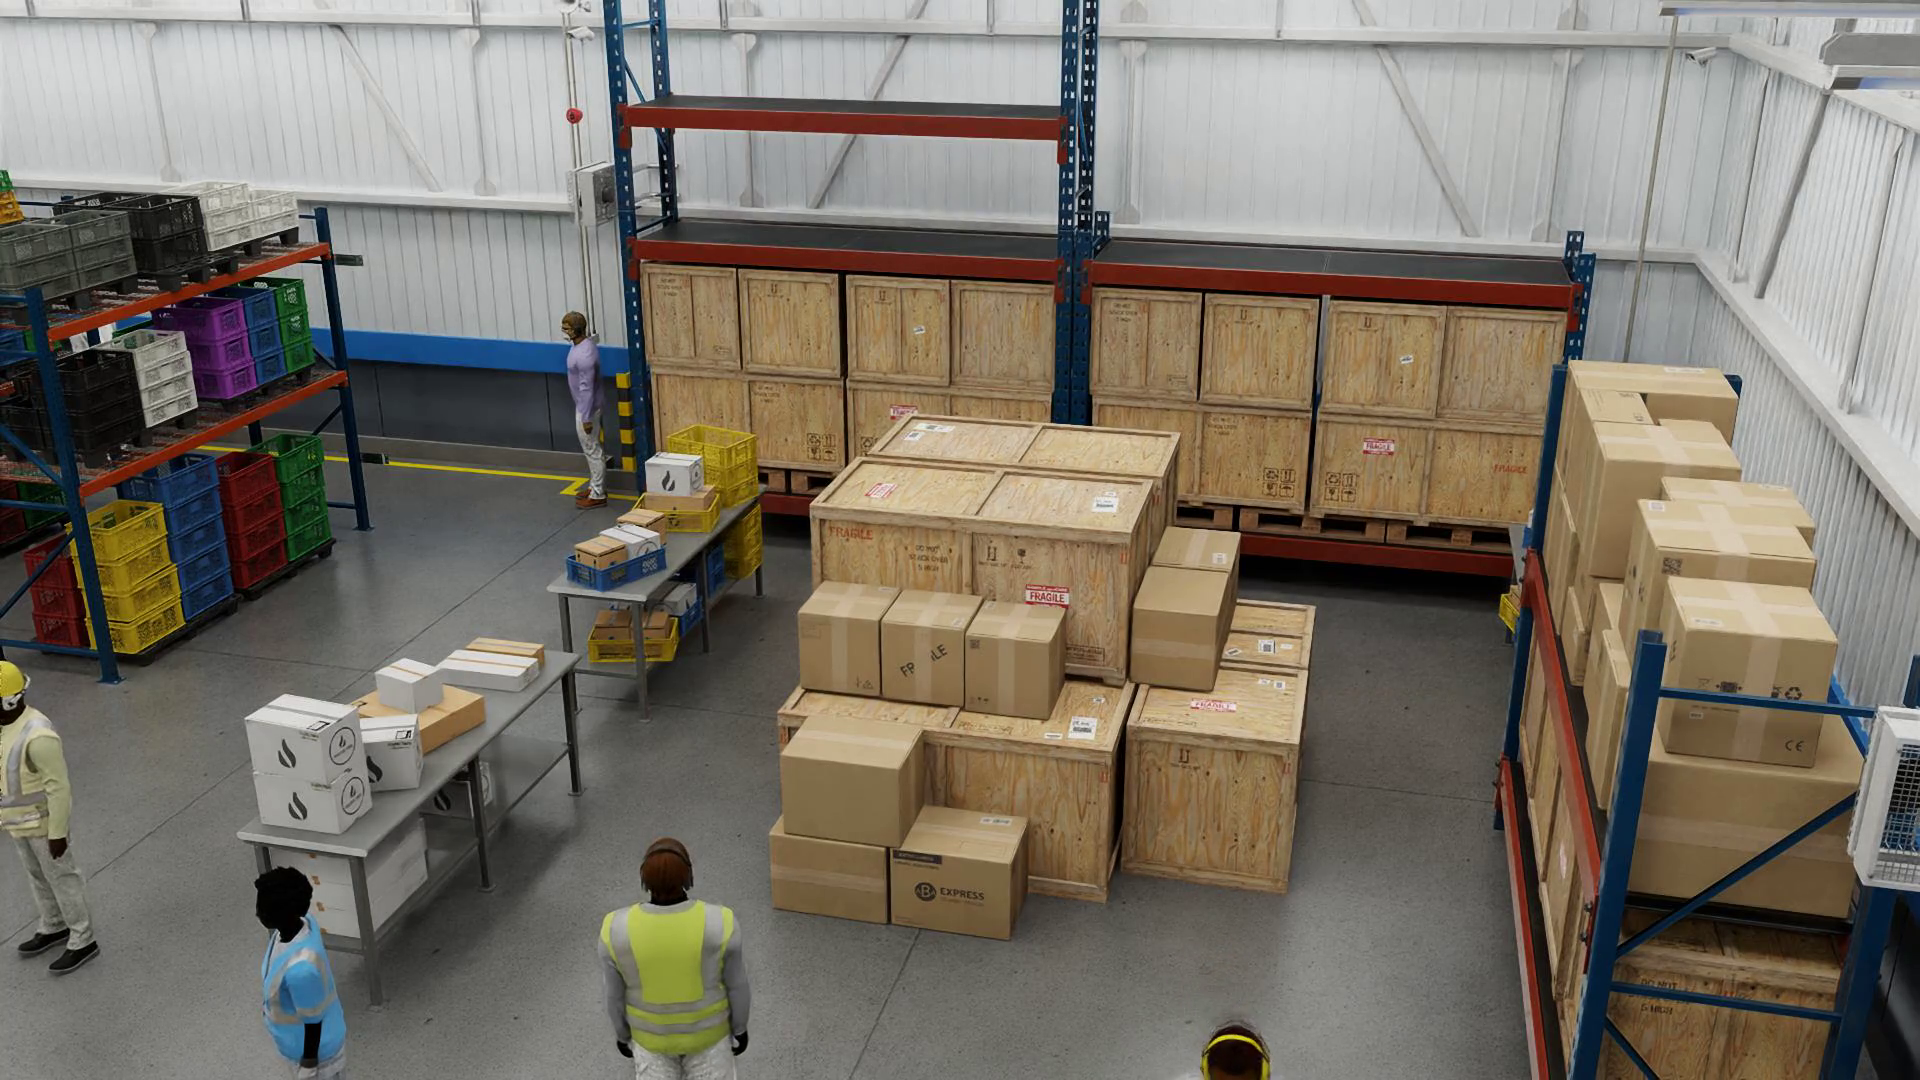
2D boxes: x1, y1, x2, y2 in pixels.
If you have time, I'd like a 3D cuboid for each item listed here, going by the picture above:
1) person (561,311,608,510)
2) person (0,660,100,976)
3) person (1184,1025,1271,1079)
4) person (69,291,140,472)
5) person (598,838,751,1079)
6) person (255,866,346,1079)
[{"bbox_3d":[-3.593,-1.257,15.993,0.374,1.933,0.625,-5,21,-13],"label":"person"},{"bbox_3d":[-5.006,1.480,8.961,0.592,1.833,0.404,15,26,34],"label":"person"},{"bbox_3d":[0.991,2.509,6.265,0.555,1.839,0.594,5,21,12],"label":"person"},{"bbox_3d":[-8.756,-1.624,17.015,0.355,1.882,0.574,6,22,15],"label":"person"},{"bbox_3d":[-1.219,2.125,7.269,0.629,1.843,0.429,-2,21,-4],"label":"person"},{"bbox_3d":[-2.866,2.184,7.308,0.318,1.697,0.533,-10,23,-25],"label":"person"}]
